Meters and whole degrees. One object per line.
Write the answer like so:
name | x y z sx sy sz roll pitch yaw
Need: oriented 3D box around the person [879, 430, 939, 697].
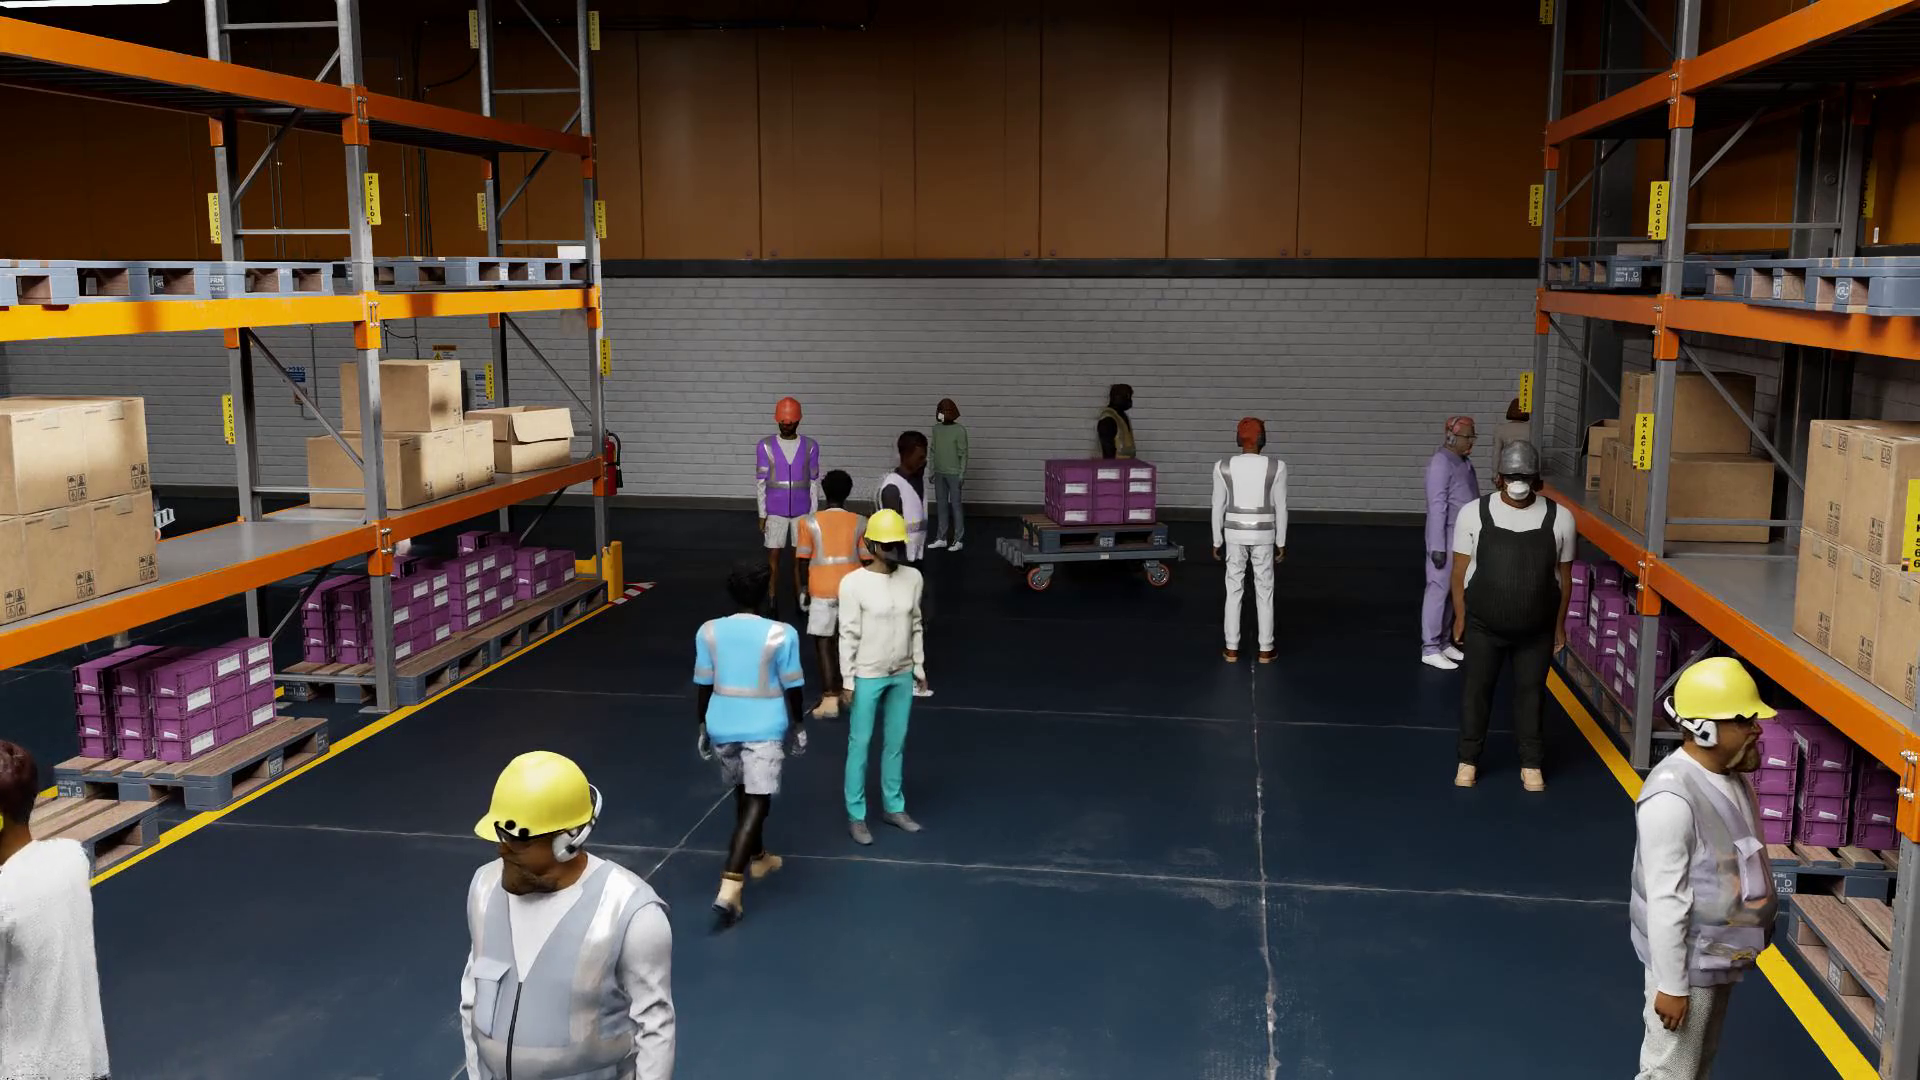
person | -0.384 0.166 11.694 0.456 1.893 0.592 4 10 22

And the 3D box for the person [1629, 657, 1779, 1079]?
person | 2.276 1.259 5.110 0.403 1.837 0.591 7 12 39

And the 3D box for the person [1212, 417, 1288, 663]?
person | 2.212 0.004 12.705 0.573 1.885 0.357 2 10 15

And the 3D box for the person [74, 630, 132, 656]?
person | -6.683 0.106 12.883 0.522 1.617 0.663 -1 9 -9

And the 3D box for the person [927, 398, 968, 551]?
person | -0.135 -0.700 17.819 0.507 1.632 0.275 8 12 41

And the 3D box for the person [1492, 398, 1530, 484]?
person | 5.959 -0.703 17.835 0.497 1.634 0.279 3 10 18

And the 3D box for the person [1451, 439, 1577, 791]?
person | 3.176 0.435 9.565 0.684 2.000 0.538 2 9 13

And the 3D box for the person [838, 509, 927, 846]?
person | -0.394 0.708 8.733 0.532 1.765 0.331 -7 11 -36

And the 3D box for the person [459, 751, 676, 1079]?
person | -1.010 1.411 4.195 0.600 1.827 0.404 4 10 22

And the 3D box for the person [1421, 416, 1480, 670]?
person | 3.737 0.012 12.607 0.399 1.903 0.643 6 11 33

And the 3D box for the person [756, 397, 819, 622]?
person | -1.453 -0.250 14.137 0.542 1.928 0.374 -2 9 -13

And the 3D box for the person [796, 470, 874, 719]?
person | -0.816 0.368 11.207 0.541 1.646 0.631 -2 10 -14

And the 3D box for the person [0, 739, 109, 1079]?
person | -2.382 1.400 4.202 0.406 1.856 0.534 -1 9 -8

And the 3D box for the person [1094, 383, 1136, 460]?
person | 1.694 -0.725 17.391 0.628 1.820 0.646 4 10 21

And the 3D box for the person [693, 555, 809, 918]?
person | -1.014 0.902 7.822 0.530 1.663 0.828 3 10 19

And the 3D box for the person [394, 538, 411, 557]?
person | -5.573 -0.624 16.247 0.392 1.990 0.614 -3 10 -16
